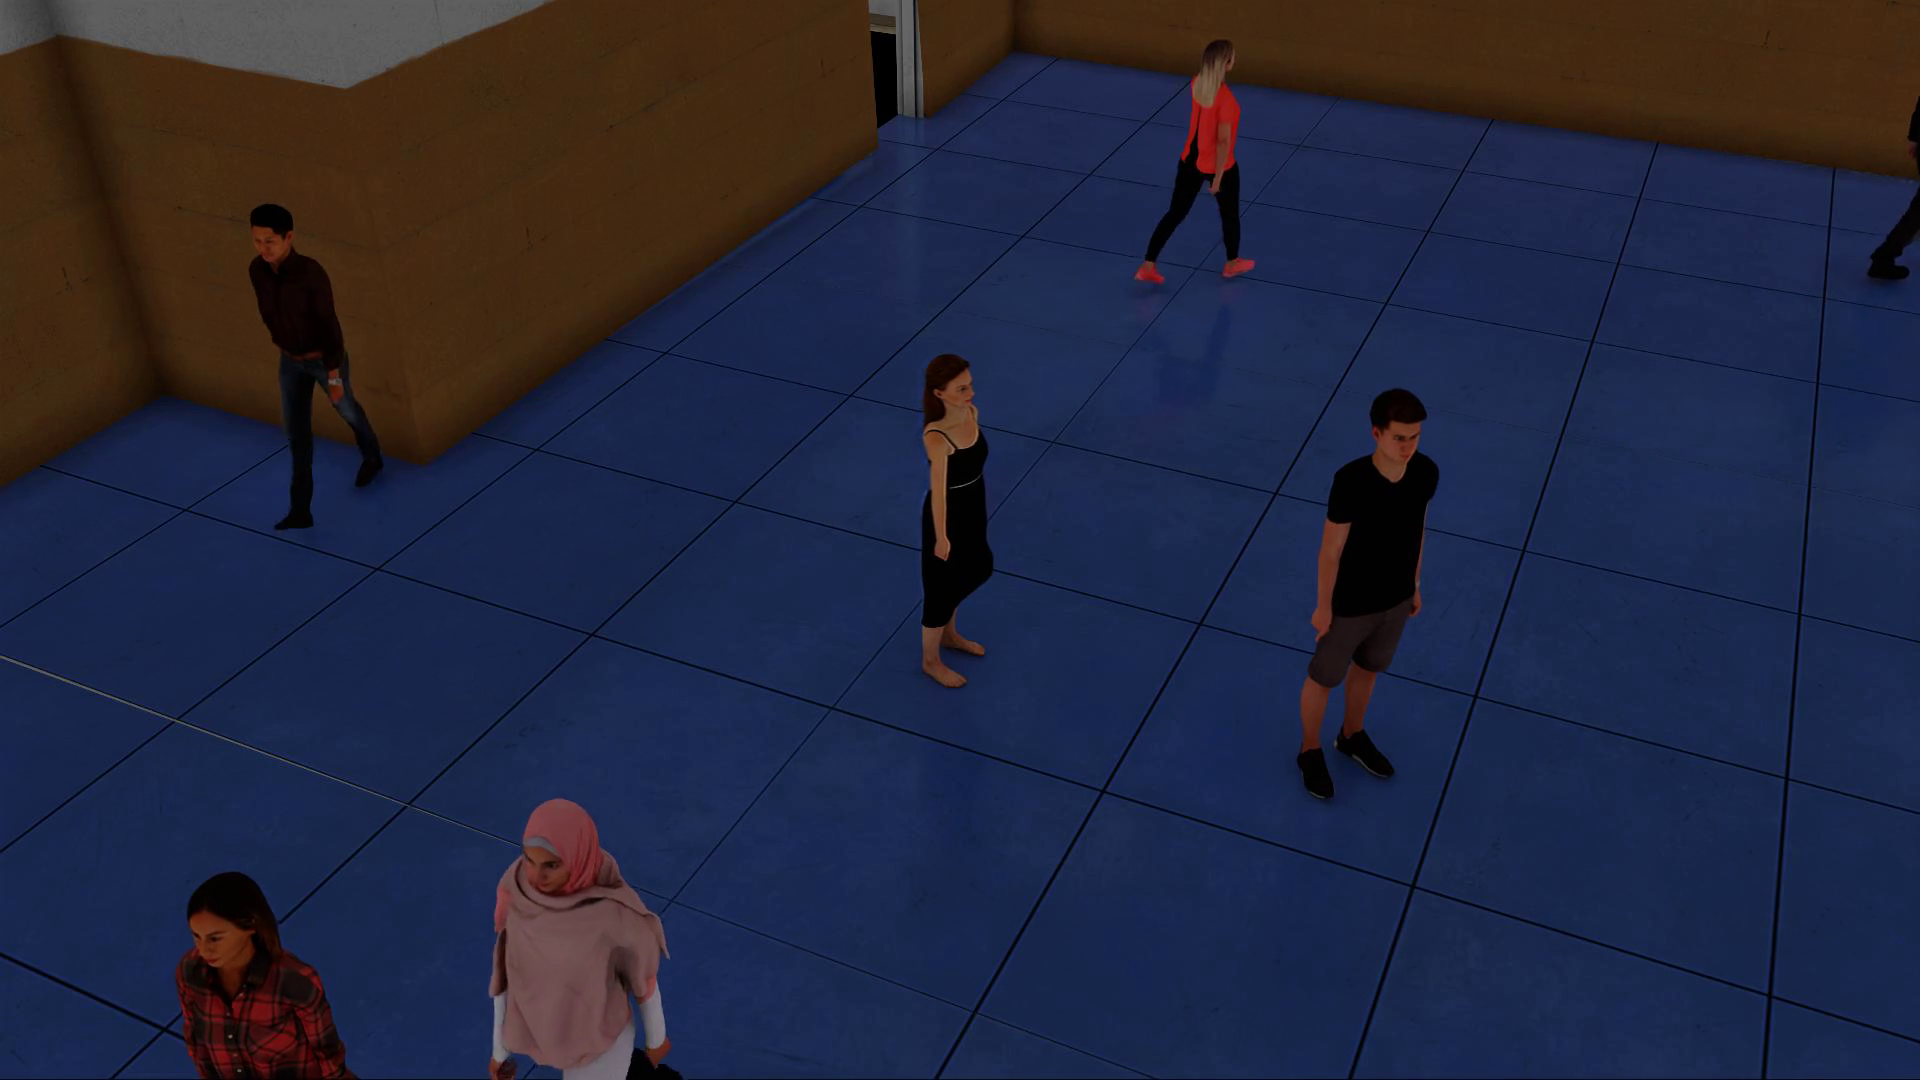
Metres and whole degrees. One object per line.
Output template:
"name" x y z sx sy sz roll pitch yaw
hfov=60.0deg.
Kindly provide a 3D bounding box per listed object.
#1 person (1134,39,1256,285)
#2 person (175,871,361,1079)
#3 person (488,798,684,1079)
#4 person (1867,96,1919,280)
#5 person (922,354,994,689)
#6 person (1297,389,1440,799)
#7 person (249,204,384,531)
"person" 1.535 -2.426 10.948 1.059 1.654 1.168 -21 39 -28
"person" -1.961 1.611 4.835 0.587 1.704 0.732 4 34 7
"person" -1.095 1.437 5.050 1.120 1.755 0.682 14 36 20
"person" 6.468 -2.573 10.993 1.215 1.826 1.070 -3 34 -4
"person" -0.038 -0.105 7.486 0.543 1.624 0.563 14 36 21
"person" 1.665 0.201 6.811 0.758 1.861 0.808 -13 36 -18
"person" -3.314 -0.953 8.674 1.137 1.719 0.893 7 34 11
